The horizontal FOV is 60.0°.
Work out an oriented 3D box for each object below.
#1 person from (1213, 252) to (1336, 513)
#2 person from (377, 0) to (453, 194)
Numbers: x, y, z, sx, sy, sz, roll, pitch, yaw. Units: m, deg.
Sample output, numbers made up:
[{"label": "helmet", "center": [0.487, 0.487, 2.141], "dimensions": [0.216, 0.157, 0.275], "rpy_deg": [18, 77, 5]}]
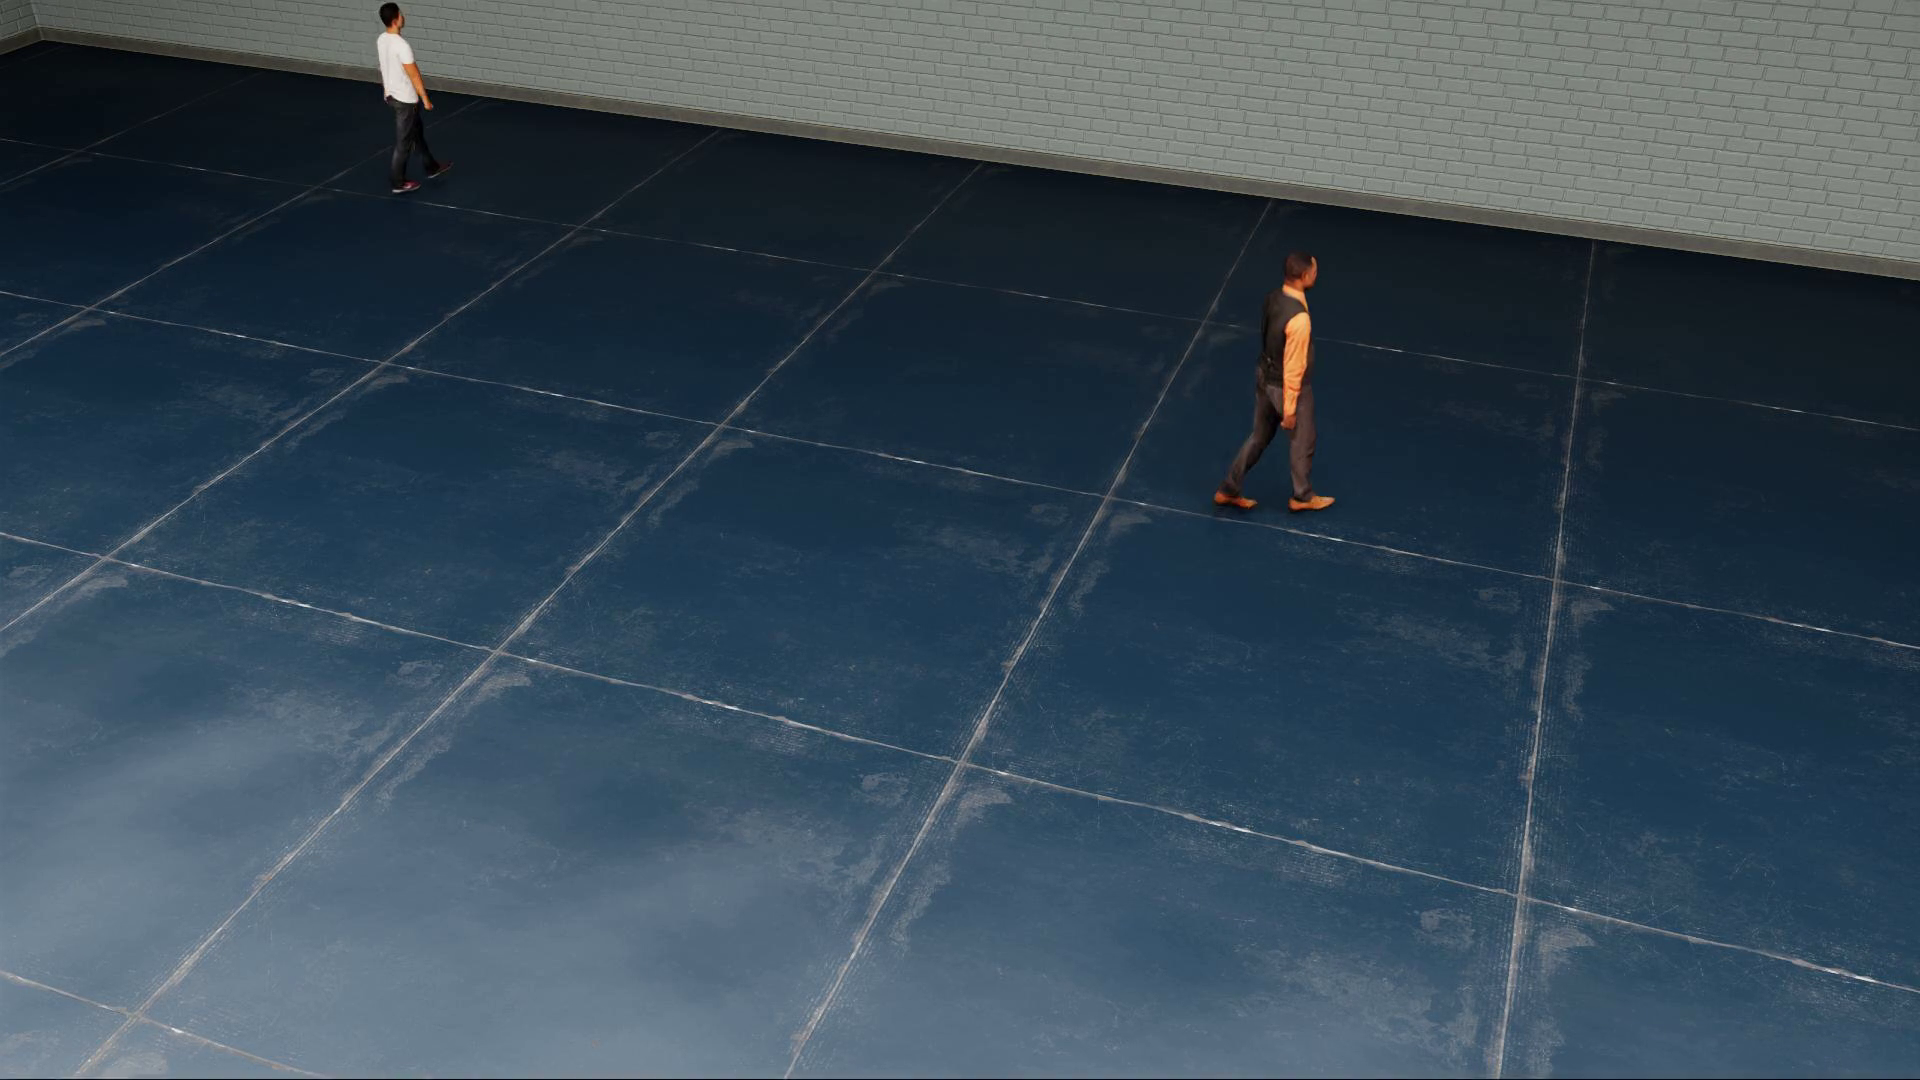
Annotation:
[{"label": "person", "center": [2.036, -0.983, 10.918], "dimensions": [1.132, 1.883, 1.155], "rpy_deg": [-8, 34, -12]}, {"label": "person", "center": [-5.445, -4.217, 15.990], "dimensions": [1.080, 1.775, 0.916], "rpy_deg": [-28, 42, -35]}]
